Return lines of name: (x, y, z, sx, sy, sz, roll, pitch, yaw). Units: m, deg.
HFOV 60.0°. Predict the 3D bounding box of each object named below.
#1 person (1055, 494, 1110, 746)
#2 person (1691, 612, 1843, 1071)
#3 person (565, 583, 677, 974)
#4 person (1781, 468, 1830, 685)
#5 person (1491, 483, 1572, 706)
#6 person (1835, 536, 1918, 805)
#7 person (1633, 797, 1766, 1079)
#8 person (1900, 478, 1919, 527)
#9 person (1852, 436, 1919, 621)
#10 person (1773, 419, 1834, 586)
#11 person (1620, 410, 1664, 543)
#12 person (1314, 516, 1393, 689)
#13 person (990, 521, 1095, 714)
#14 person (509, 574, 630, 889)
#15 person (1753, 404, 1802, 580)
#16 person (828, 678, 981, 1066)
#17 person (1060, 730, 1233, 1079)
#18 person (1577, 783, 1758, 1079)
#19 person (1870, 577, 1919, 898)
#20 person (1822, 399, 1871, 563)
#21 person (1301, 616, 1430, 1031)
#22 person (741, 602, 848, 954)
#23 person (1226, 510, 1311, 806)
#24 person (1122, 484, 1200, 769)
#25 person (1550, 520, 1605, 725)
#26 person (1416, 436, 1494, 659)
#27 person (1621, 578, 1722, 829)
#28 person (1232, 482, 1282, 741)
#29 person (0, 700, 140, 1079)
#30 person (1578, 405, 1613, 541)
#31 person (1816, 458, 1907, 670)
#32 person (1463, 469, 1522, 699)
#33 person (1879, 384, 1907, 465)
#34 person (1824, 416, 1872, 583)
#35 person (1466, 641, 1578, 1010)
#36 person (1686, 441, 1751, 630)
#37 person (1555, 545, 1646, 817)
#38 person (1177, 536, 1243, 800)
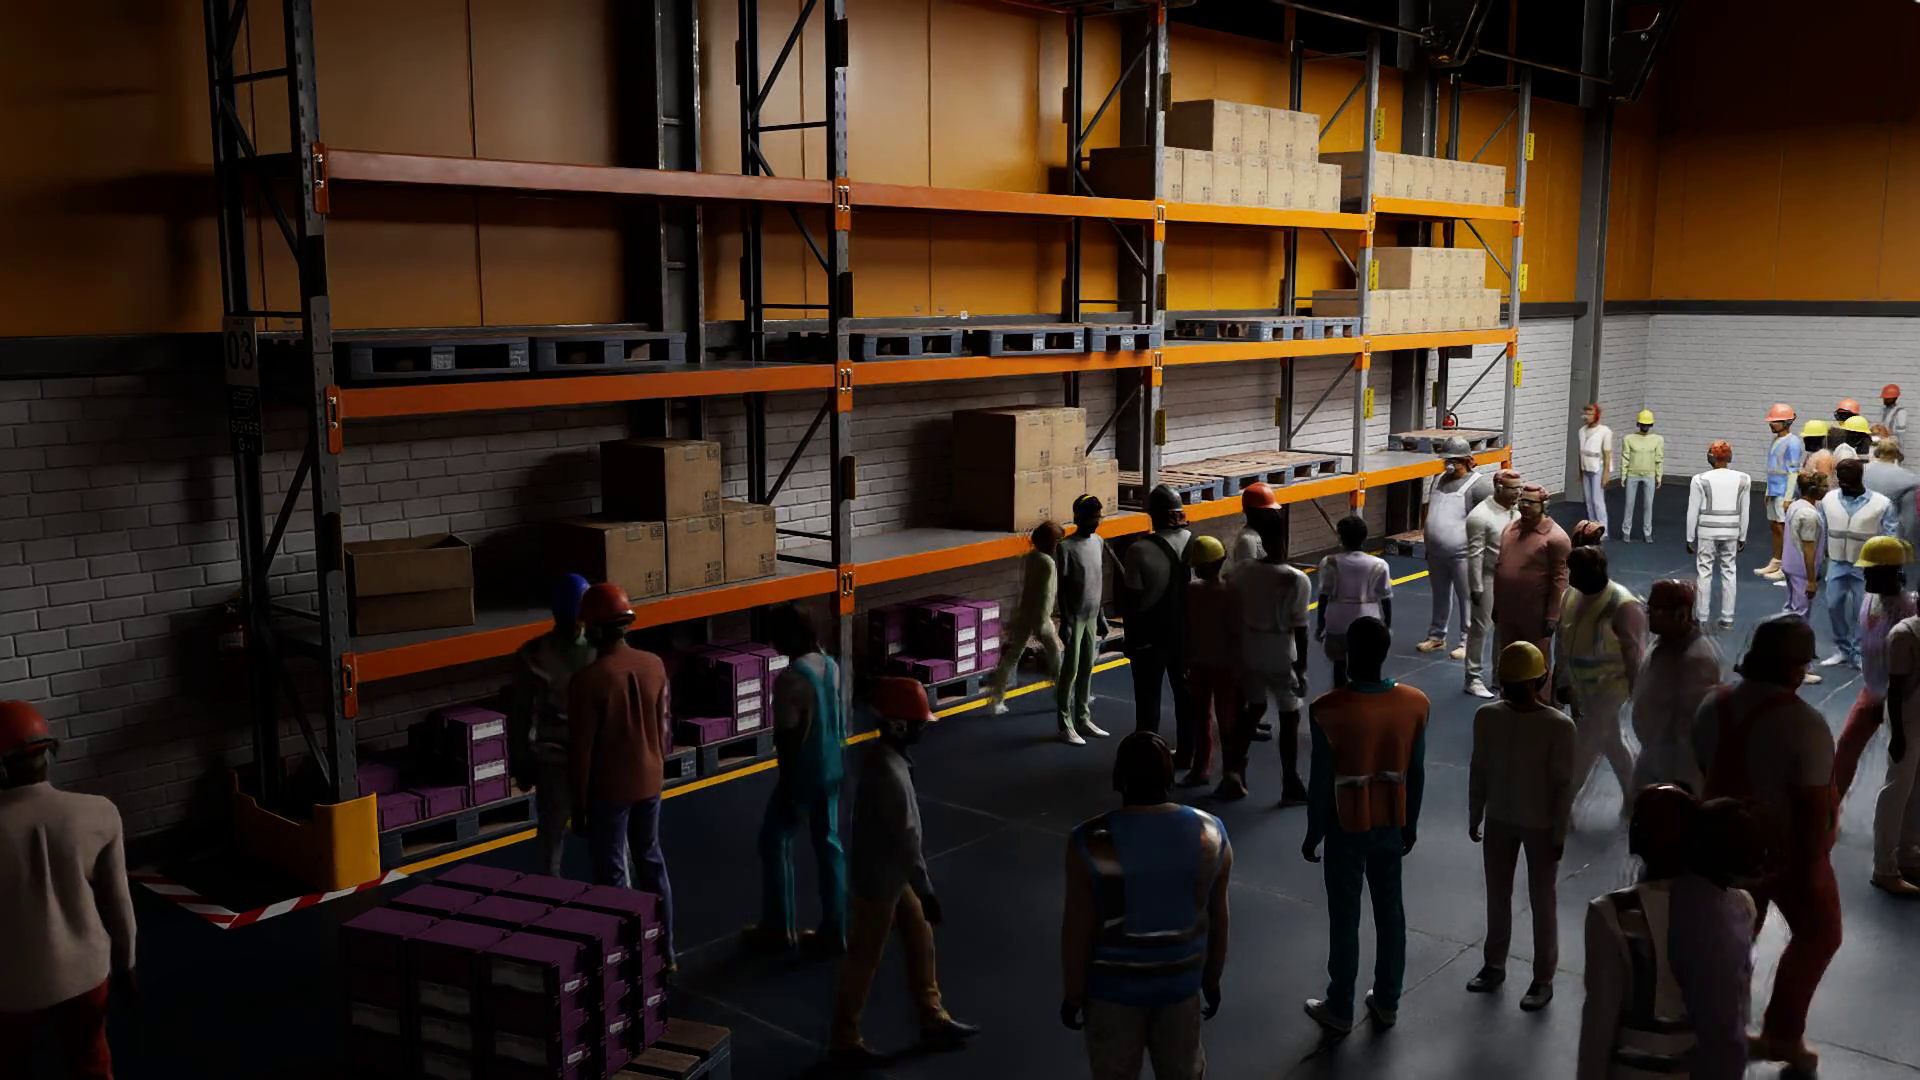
person: (0.919, 0.585, 12.380, 0.329, 1.865, 0.511, 8, 12, 41)
person: (3.531, 1.295, 7.224, 0.586, 2.000, 0.707, -3, 9, -20)
person: (-1.677, 1.193, 8.088, 0.423, 1.985, 0.613, 6, 11, 35)
person: (7.225, 0.303, 14.249, 0.331, 1.844, 0.520, 2, 9, 11)
person: (4.296, 0.518, 12.655, 0.409, 1.913, 0.642, -5, 10, -30)
person: (5.570, 0.922, 10.140, 0.927, 1.885, 0.606, -1, 9, -7)
person: (2.226, 1.687, 5.220, 0.386, 1.896, 0.695, 0, 9, 1)
person: (13.464, -1.095, 22.973, 0.969, 1.930, 0.606, -1, 9, -4)
person: (9.075, -0.072, 16.402, 0.655, 1.921, 0.449, 7, 11, 40)
person: (9.592, -0.392, 18.557, 0.750, 1.910, 0.594, 2, 9, 14)
person: (8.946, -0.828, 21.828, 0.527, 1.762, 0.339, 3, 9, 17)
person: (2.991, 0.643, 12.608, 0.577, 1.657, 0.733, 2, 9, 15)
person: (0.616, 0.613, 13.137, 0.880, 1.564, 0.603, -4, 10, -24)
person: (-2.018, 1.120, 8.733, 0.661, 1.938, 0.468, -5, 10, -28)
person: (9.430, -0.554, 19.180, 0.401, 2.034, 0.610, 1, 9, 4)
person: (-0.226, 1.451, 7.236, 0.795, 1.715, 0.580, 0, 9, -1)
person: (0.652, 1.588, 5.974, 0.630, 1.842, 0.429, -2, 9, -13)
person: (2.183, 1.685, 5.212, 0.584, 1.882, 0.337, -2, 9, -12)
person: (5.384, 1.069, 9.331, 0.504, 1.840, 0.345, -5, 10, -30)
person: (10.620, -0.687, 20.067, 0.612, 2.029, 0.407, 7, 11, 39)
person: (1.849, 1.296, 7.611, 0.593, 1.920, 0.392, -3, 9, -17)
person: (-0.857, 1.209, 8.515, 0.716, 1.816, 0.531, 6, 11, 35)
person: (2.015, 0.776, 10.881, 0.500, 1.942, 0.650, -8, 12, -43)
person: (1.422, 0.608, 11.659, 0.681, 2.000, 0.535, -3, 9, -19)
person: (4.713, 0.656, 12.672, 0.514, 1.634, 0.313, -6, 11, -34)
person: (4.490, 0.061, 15.184, 0.535, 2.000, 0.684, -6, 10, -32)
person: (3.743, 1.138, 8.723, 0.441, 1.894, 0.663, 0, 9, 1)
person: (2.217, 0.528, 12.499, 0.357, 1.936, 0.551, 2, 9, 12)
person: (-3.225, 1.542, 5.871, 0.569, 1.970, 0.631, 8, 12, 43)
person: (8.390, -0.879, 21.994, 0.430, 1.822, 0.576, -3, 9, -17)
person: (7.904, 0.226, 14.614, 0.760, 1.898, 0.406, 8, 12, 42)
person: (4.466, 0.356, 13.757, 0.649, 1.900, 0.400, -5, 10, -28)
person: (13.919, -1.383, 24.891, 0.525, 1.915, 0.593, 0, 9, -3)
person: (10.070, -0.452, 18.892, 0.398, 1.920, 0.586, 5, 10, 28)
person: (2.643, 1.335, 7.884, 0.518, 1.756, 0.345, 8, 12, 43)
person: (7.444, -0.040, 16.369, 0.584, 1.878, 0.362, 1, 9, 5)
person: (4.049, 0.915, 10.528, 0.944, 1.785, 0.635, -3, 9, -16)
person: (1.656, 0.846, 11.074, 0.349, 1.761, 0.537, -6, 11, -35)
